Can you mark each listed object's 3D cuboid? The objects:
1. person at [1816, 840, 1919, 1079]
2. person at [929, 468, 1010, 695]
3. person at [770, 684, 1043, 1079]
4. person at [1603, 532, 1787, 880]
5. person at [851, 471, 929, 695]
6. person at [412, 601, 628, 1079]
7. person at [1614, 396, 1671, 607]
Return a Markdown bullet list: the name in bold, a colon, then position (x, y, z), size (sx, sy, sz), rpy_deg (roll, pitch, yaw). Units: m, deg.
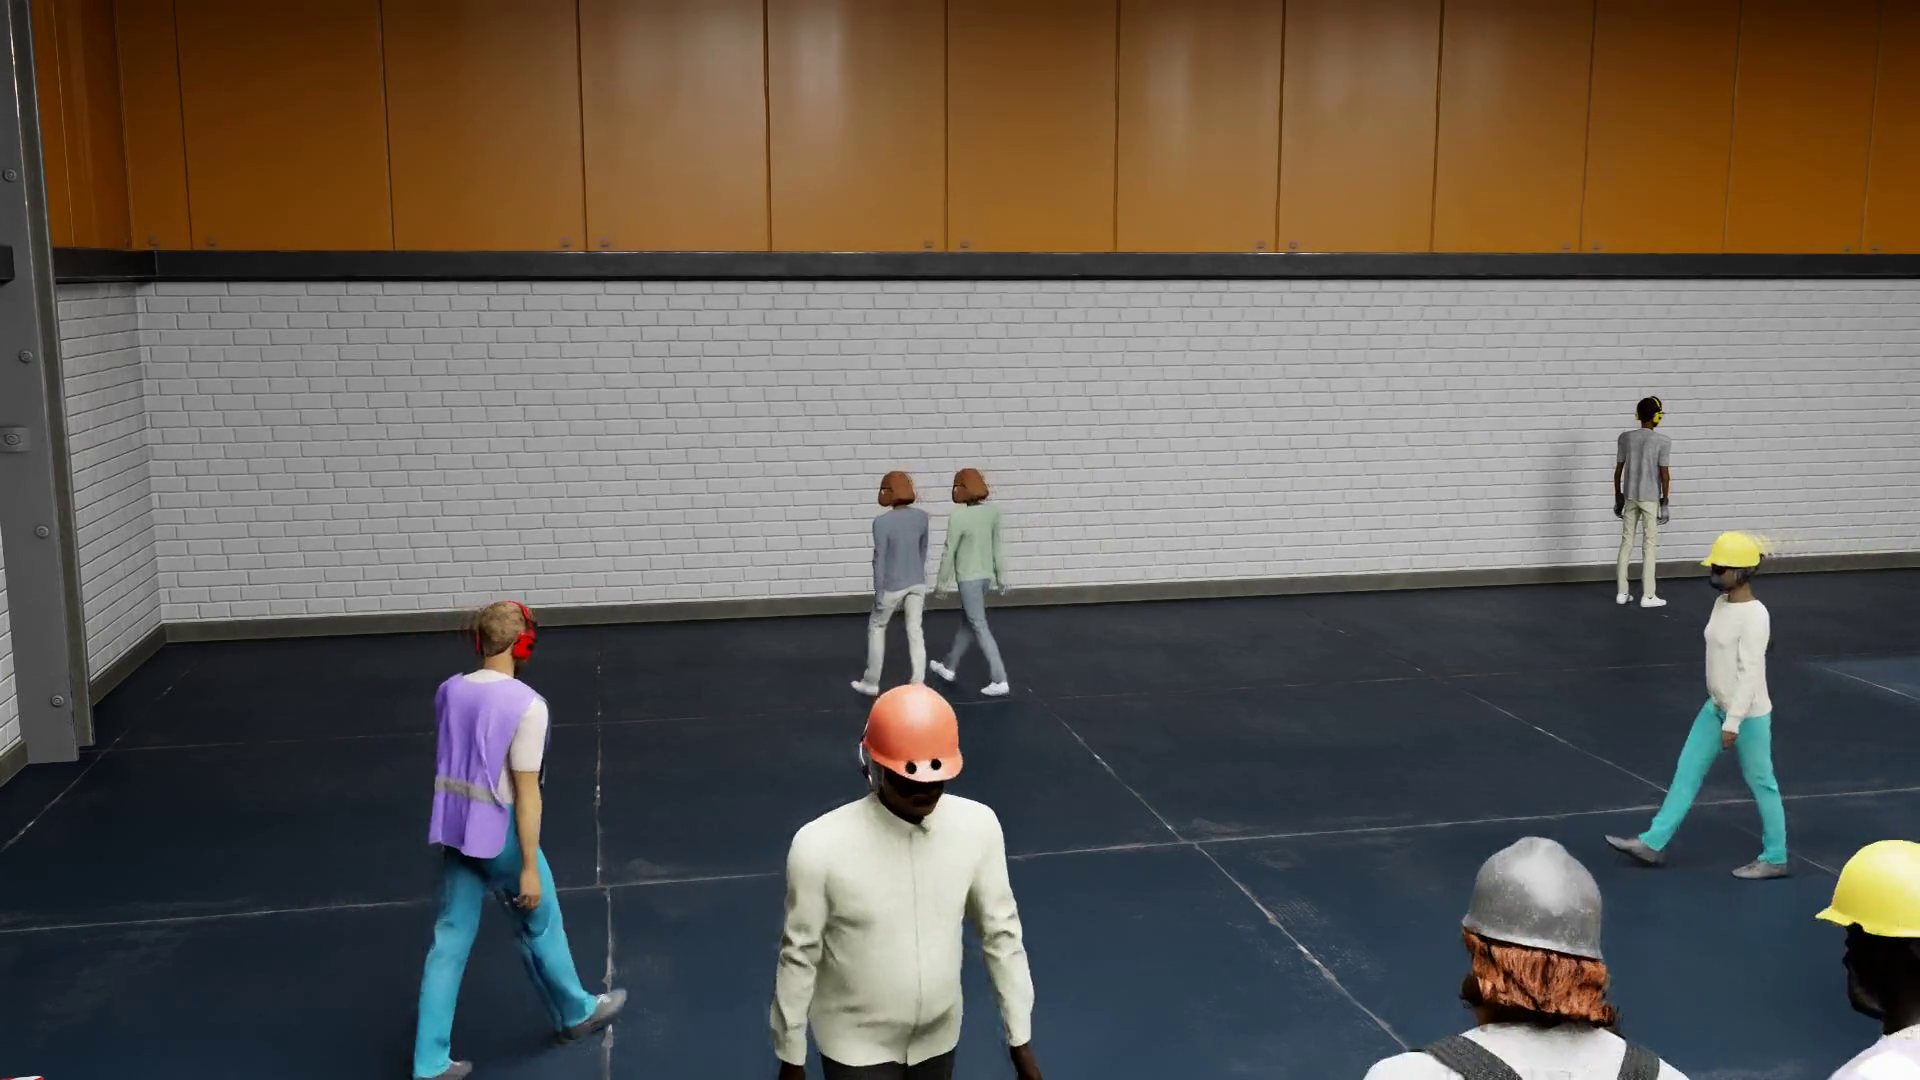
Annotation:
- **person**: position (1.809, 1.532, 3.246), size (0.606, 1.904, 0.453), rpy_deg (-7, 11, -35)
- **person**: position (0.082, 0.287, 11.823), size (0.868, 1.592, 0.523), rpy_deg (8, 12, 41)
- **person**: position (-0.121, 1.325, 4.329), size (0.650, 1.955, 0.774), rpy_deg (-6, 11, -31)
- **person**: position (3.676, 0.821, 8.114), size (0.877, 1.717, 0.547), rpy_deg (0, 9, 2)
- **person**: position (-0.480, 0.317, 11.563), size (0.514, 1.602, 0.729), rpy_deg (-7, 12, -37)
- **person**: position (-1.676, 1.109, 6.210), size (0.616, 1.773, 1.001), rpy_deg (6, 11, 31)
- **person**: position (6.060, -0.341, 14.778), size (0.330, 1.872, 0.512), rpy_deg (-8, 12, -40)
